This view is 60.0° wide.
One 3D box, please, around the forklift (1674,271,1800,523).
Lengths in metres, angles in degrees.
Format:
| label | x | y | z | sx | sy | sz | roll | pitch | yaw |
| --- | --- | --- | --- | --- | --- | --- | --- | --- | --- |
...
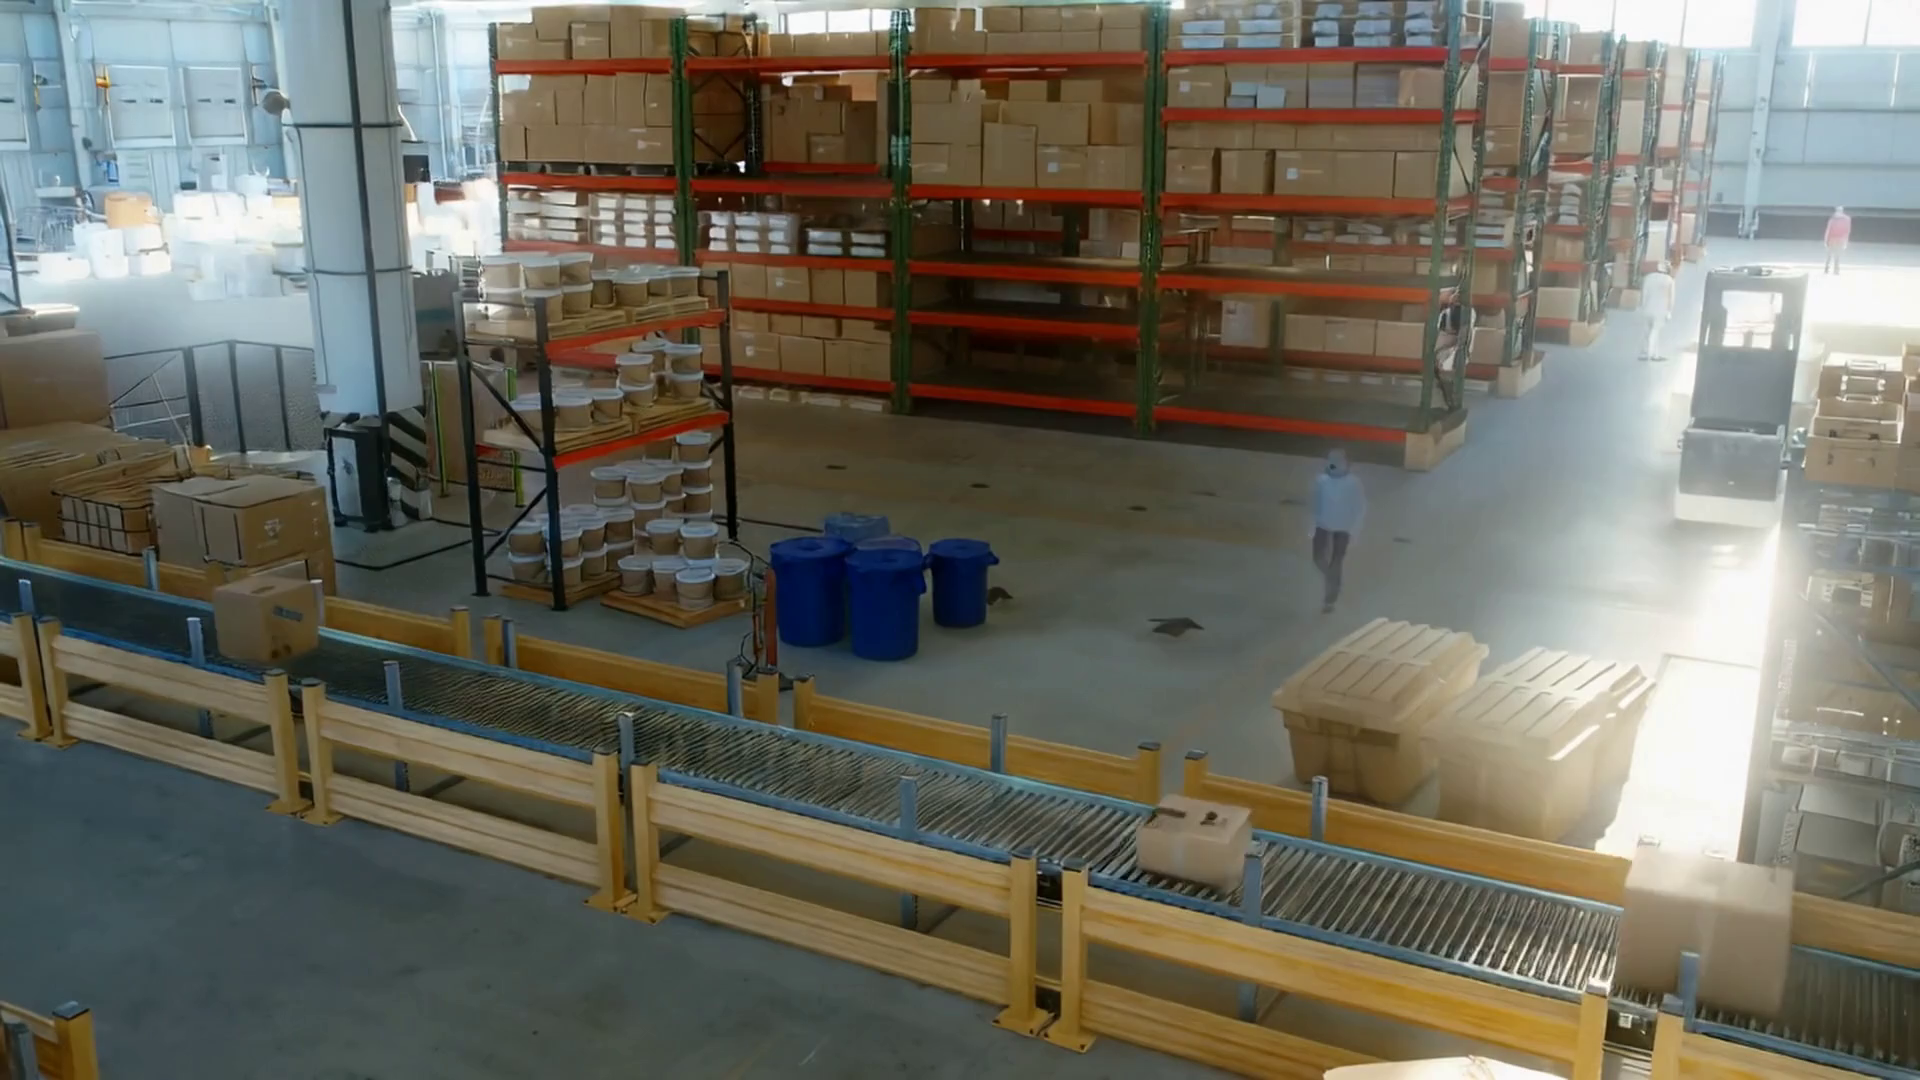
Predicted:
| label | x | y | z | sx | sy | sz | roll | pitch | yaw |
| --- | --- | --- | --- | --- | --- | --- | --- | --- | --- |
| forklift | 9.269 | -1.763 | 19.726 | 1.129 | 2.768 | 1.873 | 8 | 17 | 27 |

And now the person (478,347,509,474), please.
| label | x | y | z | sx | sy | sz | roll | pitch | yaw |
| --- | --- | --- | --- | --- | --- | --- | --- | --- | --- |
| person | -5.961 | -1.612 | 21.342 | 0.713 | 1.746 | 0.528 | 7 | 16 | 24 |

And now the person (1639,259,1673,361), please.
| label | x | y | z | sx | sy | sz | roll | pitch | yaw |
| --- | --- | --- | --- | --- | --- | --- | --- | --- | --- |
| person | 13.077 | -4.301 | 31.158 | 0.399 | 1.900 | 0.643 | -7 | 16 | -25 |

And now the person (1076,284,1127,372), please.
| label | x | y | z | sx | sy | sz | roll | pitch | yaw |
| --- | --- | --- | --- | --- | --- | --- | --- | --- | --- |
| person | 2.531 | -3.828 | 29.851 | 0.883 | 1.647 | 0.570 | 4 | 15 | 13 |

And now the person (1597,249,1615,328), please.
| label | x | y | z | sx | sy | sz | roll | pitch | yaw |
| --- | --- | --- | --- | --- | --- | --- | --- | --- | --- |
| person | 13.838 | -5.402 | 35.689 | 0.319 | 1.694 | 0.535 | 8 | 17 | 26 |

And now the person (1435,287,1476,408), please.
| label | x | y | z | sx | sy | sz | roll | pitch | yaw |
| --- | --- | --- | --- | --- | --- | --- | --- | --- | --- |
| person | 7.726 | -3.011 | 26.022 | 0.605 | 2.045 | 0.383 | 0 | 15 | -1 |

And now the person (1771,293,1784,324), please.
| label | x | y | z | sx | sy | sz | roll | pitch | yaw |
| --- | --- | --- | --- | --- | --- | --- | --- | --- | --- |
| person | 15.426 | -4.190 | 31.262 | 0.377 | 1.622 | 0.514 | -3 | 15 | -11 |

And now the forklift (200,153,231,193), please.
| label | x | y | z | sx | sy | sz | roll | pitch | yaw |
| --- | --- | --- | --- | --- | --- | --- | --- | --- | --- |
| forklift | -27.436 | -12.866 | 61.465 | 1.873 | 2.768 | 1.129 | 8 | 17 | 28 |

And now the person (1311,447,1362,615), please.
| label | x | y | z | sx | sy | sz | roll | pitch | yaw |
| --- | --- | --- | --- | --- | --- | --- | --- | --- | --- |
| person | 3.583 | -0.099 | 15.891 | 0.500 | 1.620 | 0.392 | 11 | 18 | 35 |

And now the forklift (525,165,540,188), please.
| label | x | y | z | sx | sy | sz | roll | pitch | yaw |
| --- | --- | --- | --- | --- | --- | --- | --- | --- | --- |
| forklift | -16.455 | -13.596 | 64.211 | 1.873 | 2.768 | 1.129 | 1 | 15 | 2 |

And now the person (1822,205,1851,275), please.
| label | x | y | z | sx | sy | sz | roll | pitch | yaw |
| --- | --- | --- | --- | --- | --- | --- | --- | --- | --- |
| person | 24.454 | -8.372 | 46.431 | 0.643 | 1.912 | 0.410 | 6 | 16 | 22 |

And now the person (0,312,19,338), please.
| label | x | y | z | sx | sy | sz | roll | pitch | yaw |
| --- | --- | --- | --- | --- | --- | --- | --- | --- | --- |
| person | -19.198 | -4.758 | 32.835 | 0.628 | 1.910 | 1.013 | 6 | 16 | 21 |

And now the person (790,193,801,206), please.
| label | x | y | z | sx | sy | sz | roll | pitch | yaw |
| --- | --- | --- | --- | --- | --- | --- | --- | --- | --- |
| person | -5.314 | -10.310 | 53.683 | 0.372 | 1.928 | 0.543 | -13 | 20 | -41 |

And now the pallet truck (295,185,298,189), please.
| label | x | y | z | sx | sy | sz | roll | pitch | yaw |
| --- | --- | --- | --- | --- | --- | --- | --- | --- | --- |
| pallet truck | -26.804 | -14.617 | 69.738 | 1.885 | 1.965 | 0.823 | -14 | 20 | -42 |
